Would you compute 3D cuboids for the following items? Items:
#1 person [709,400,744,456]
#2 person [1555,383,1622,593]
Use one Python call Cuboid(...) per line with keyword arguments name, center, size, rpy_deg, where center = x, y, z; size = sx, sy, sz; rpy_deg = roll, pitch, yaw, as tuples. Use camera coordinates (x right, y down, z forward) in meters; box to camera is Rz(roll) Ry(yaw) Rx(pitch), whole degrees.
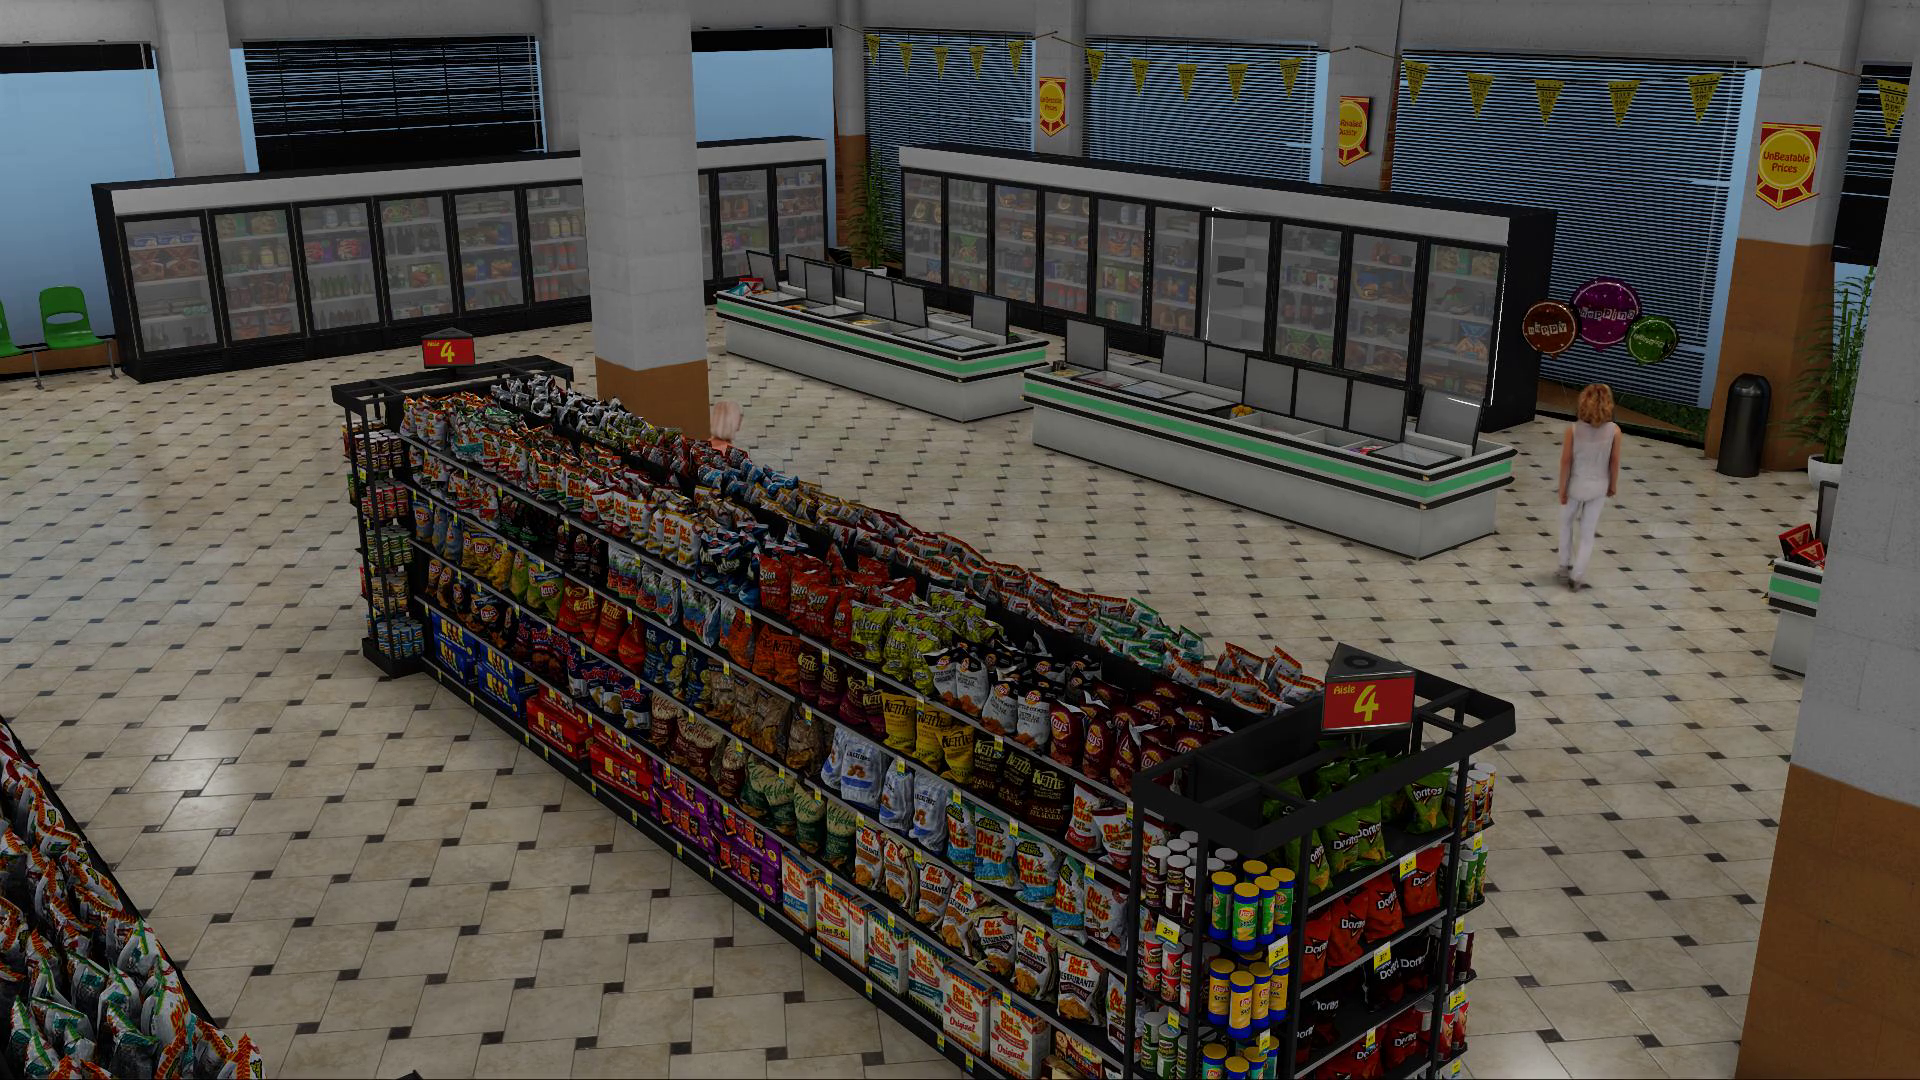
Cuboid(name="person", center=(-1.745, -0.201, 12.377), size=(0.657, 1.724, 0.472), rpy_deg=(-13, 23, -34))
Cuboid(name="person", center=(4.915, -0.393, 13.050), size=(0.688, 1.657, 0.773), rpy_deg=(6, 20, 17))
